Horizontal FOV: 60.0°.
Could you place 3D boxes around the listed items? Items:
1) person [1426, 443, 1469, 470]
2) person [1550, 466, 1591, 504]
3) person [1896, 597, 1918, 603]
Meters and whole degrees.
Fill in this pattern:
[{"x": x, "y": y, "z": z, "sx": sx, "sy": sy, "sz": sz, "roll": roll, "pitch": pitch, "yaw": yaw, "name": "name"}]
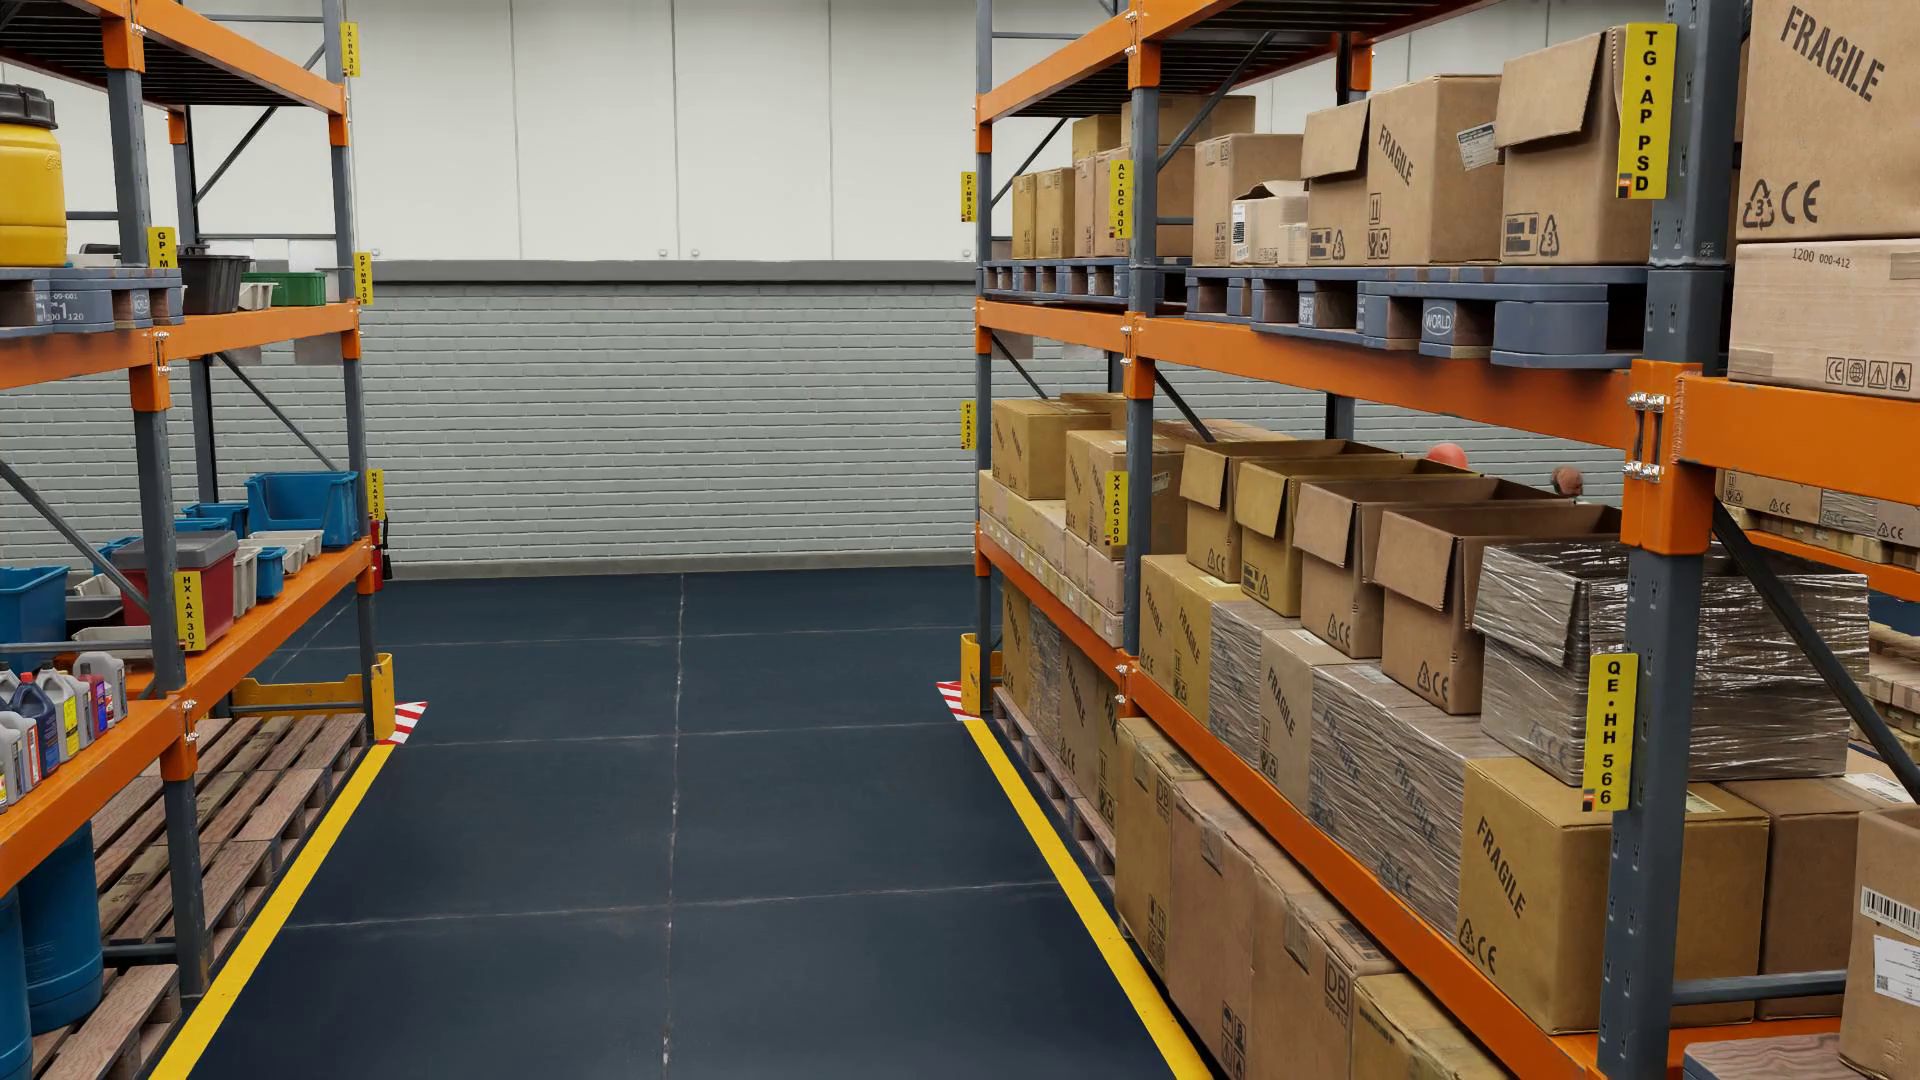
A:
[{"x": 2.944, "y": 0.392, "z": 10.237, "sx": 0.610, "sy": 1.989, "sz": 0.402, "roll": -6, "pitch": 11, "yaw": -34, "name": "person"}, {"x": 4.412, "y": 0.275, "z": 12.143, "sx": 0.541, "sy": 1.625, "sz": 0.381, "roll": 0, "pitch": 9, "yaw": -2, "name": "person"}, {"x": 8.833, "y": -0.354, "z": 15.203, "sx": 0.328, "sy": 1.872, "sz": 0.513, "roll": 7, "pitch": 11, "yaw": 35, "name": "person"}]
